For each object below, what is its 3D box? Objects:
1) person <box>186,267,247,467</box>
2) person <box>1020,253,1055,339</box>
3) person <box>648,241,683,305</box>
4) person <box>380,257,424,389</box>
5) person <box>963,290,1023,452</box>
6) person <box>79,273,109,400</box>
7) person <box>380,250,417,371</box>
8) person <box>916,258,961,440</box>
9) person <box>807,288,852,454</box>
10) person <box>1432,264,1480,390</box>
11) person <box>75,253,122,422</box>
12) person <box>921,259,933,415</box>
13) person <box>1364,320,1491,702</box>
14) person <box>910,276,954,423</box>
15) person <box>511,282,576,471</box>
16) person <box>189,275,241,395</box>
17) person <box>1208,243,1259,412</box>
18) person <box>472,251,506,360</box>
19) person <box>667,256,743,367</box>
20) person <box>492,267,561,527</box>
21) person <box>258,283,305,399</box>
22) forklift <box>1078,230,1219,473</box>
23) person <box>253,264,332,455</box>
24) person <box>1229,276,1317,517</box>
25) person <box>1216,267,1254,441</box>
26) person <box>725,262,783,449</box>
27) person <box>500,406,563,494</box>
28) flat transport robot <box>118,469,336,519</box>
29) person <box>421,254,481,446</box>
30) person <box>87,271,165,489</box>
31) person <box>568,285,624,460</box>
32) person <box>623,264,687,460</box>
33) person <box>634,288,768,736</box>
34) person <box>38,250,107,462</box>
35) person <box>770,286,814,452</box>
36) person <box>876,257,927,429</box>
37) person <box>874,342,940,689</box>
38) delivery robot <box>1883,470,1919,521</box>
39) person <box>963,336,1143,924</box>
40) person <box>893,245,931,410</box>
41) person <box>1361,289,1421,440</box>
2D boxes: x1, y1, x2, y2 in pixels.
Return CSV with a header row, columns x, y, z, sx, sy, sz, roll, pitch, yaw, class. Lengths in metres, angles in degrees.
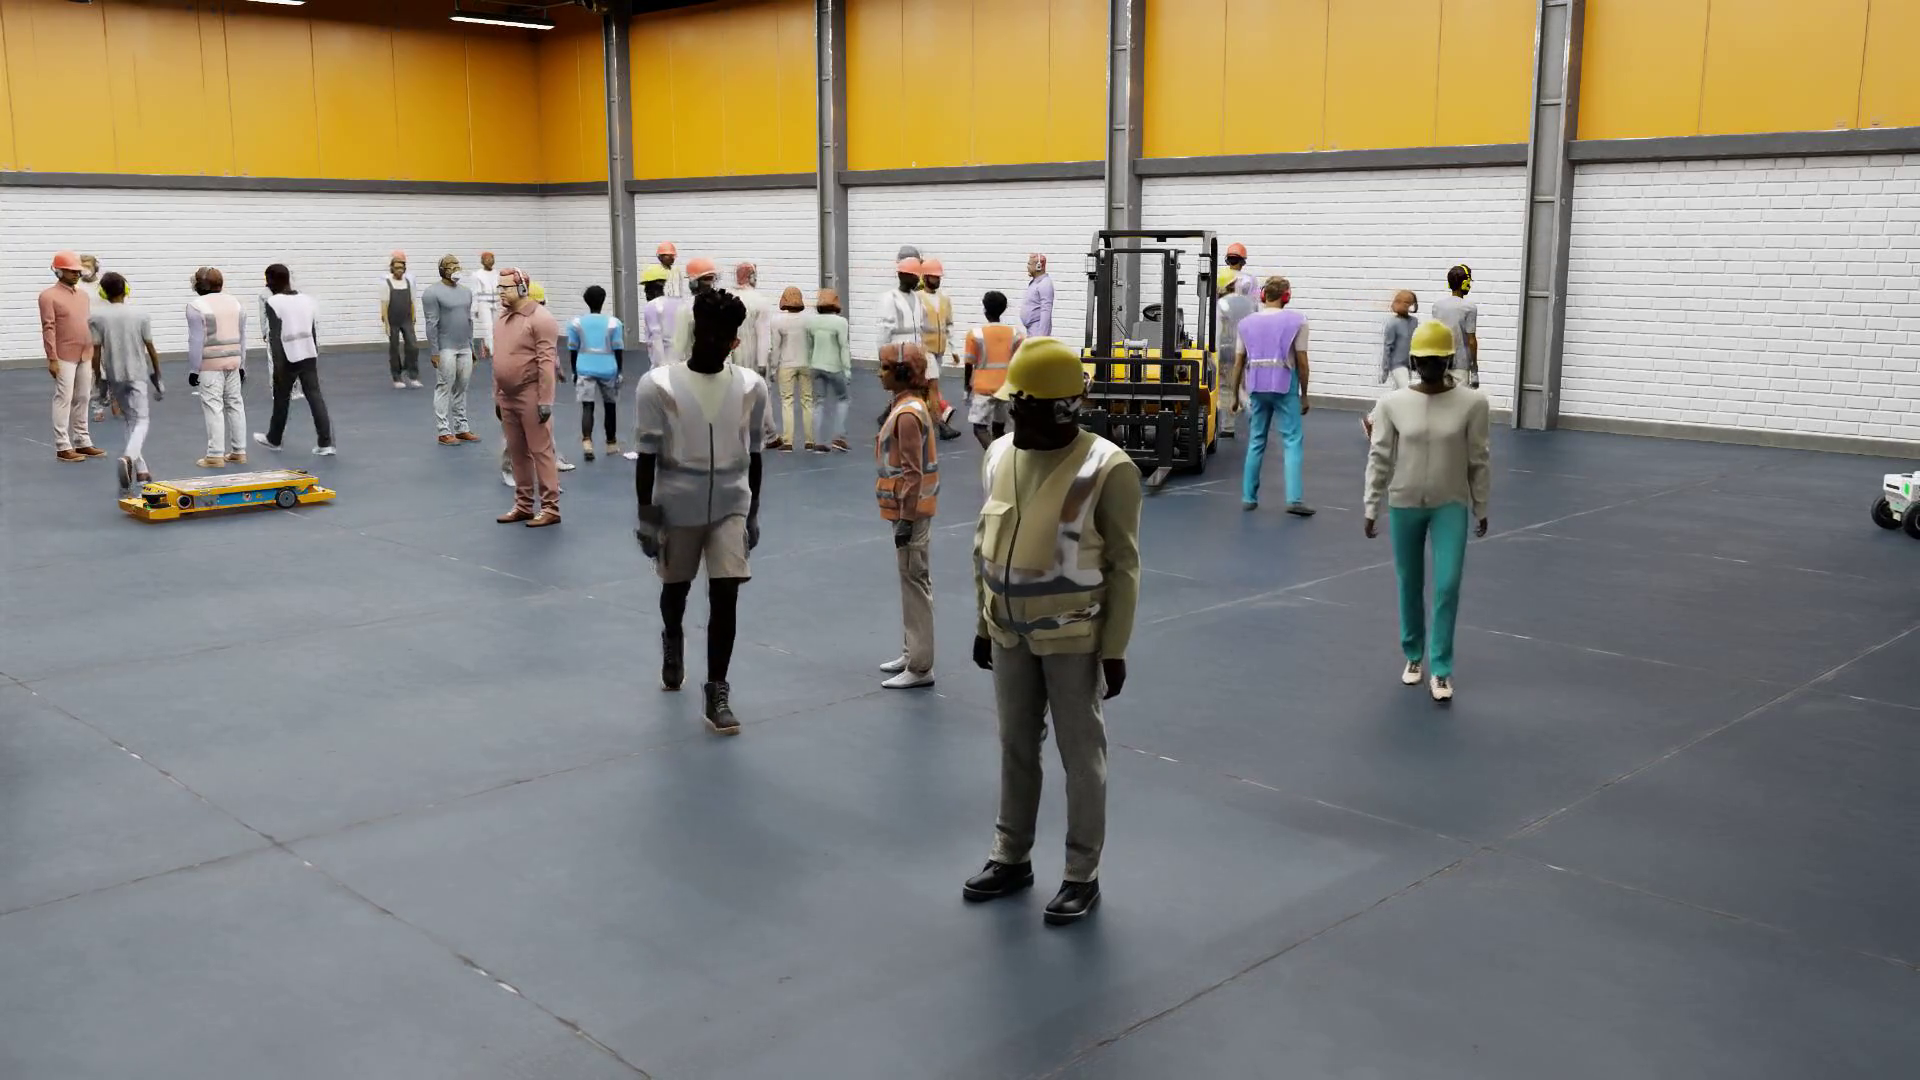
x,y,z,sx,sy,sz,roll,pitch,yaw,class
-6.886,-1.597,15.395,0.429,1.843,0.633,4,11,22,person
0.946,-2.590,20.635,0.407,1.910,0.638,-2,11,-10,person
-4.057,-3.115,23.115,0.365,2.048,0.608,9,14,40,person
-7.737,-2.989,23.039,0.504,1.819,0.718,-8,13,-38,person
0.301,-1.265,14.037,0.538,1.676,0.654,-4,11,-19,person
-11.231,-2.716,21.502,0.634,1.840,0.429,-3,11,-17,person
-8.787,-3.586,26.083,0.547,1.909,0.828,-4,11,-21,person
-0.290,-2.005,17.511,0.554,1.895,0.961,-9,14,-42,person
-1.264,-1.657,16.328,0.546,1.609,0.511,7,12,32,person
4.473,-1.539,15.002,0.328,1.872,0.510,-8,13,-36,person
-9.888,-2.298,19.001,0.646,1.926,0.450,-4,11,-19,person
-0.483,-2.410,19.785,0.314,1.858,0.532,2,11,13,person
2.142,-0.133,7.671,0.555,1.735,0.762,4,11,18,person
-0.417,-2.115,18.505,0.785,1.742,0.532,4,11,20,person
-3.788,-1.471,15.060,0.791,1.714,0.612,1,10,6,person
-10.012,-2.739,22.255,0.583,1.622,0.519,0,10,0,person
3.322,-2.569,20.151,0.615,2.039,0.390,5,12,27,person
-8.082,-4.011,28.522,0.578,1.862,0.810,-8,13,-37,person
-2.208,-1.387,13.957,1.000,1.941,0.651,8,13,36,person
-3.229,-1.047,12.259,0.646,1.901,0.401,8,13,37,person
-8.872,-2.708,21.729,0.489,1.741,0.322,-1,10,-6,person
1.804,-1.825,15.677,1.214,2.155,2.313,2,11,13,forklift
-6.536,-1.757,16.245,1.028,1.844,0.663,5,12,27,person
2.406,-1.086,12.684,0.788,1.819,0.538,7,12,33,person
2.817,-1.906,17.171,0.602,1.803,0.547,-7,13,-35,person
-2.084,-1.800,16.415,0.648,1.868,0.877,5,12,25,person
-3.643,-1.209,13.924,0.512,1.600,0.827,-8,13,-36,person
-5.715,-0.372,13.004,1.431,0.197,0.652,-10,14,-44,flat transport robot
-5.181,-1.938,16.989,0.367,1.939,0.635,5,12,26,person
-7.035,-1.341,14.027,0.547,1.841,0.806,-2,11,-12,person
-3.480,-1.605,15.929,0.538,1.668,0.777,0,10,-3,person
-2.715,-1.650,15.628,1.006,1.878,0.603,5,11,24,person
-1.164,-0.168,7.422,0.605,1.919,0.969,-4,11,-21,person
-8.418,-1.745,15.792,0.399,1.989,0.623,2,11,10,person
-1.639,-1.681,16.420,0.498,1.634,0.281,-5,11,-24,person
-0.559,-1.932,17.022,0.463,1.911,0.564,9,14,40,person
-0.252,-0.118,7.883,0.310,1.638,0.522,0,10,-2,person
7.001,-0.353,11.851,0.707,0.478,0.477,1,11,1,delivery robot
0.271,0.280,5.204,0.589,1.827,0.404,9,13,39,person
-0.573,-2.379,19.114,0.539,2.000,0.681,1,10,5,person
4.422,-1.746,16.870,0.765,1.600,0.501,10,14,44,person
